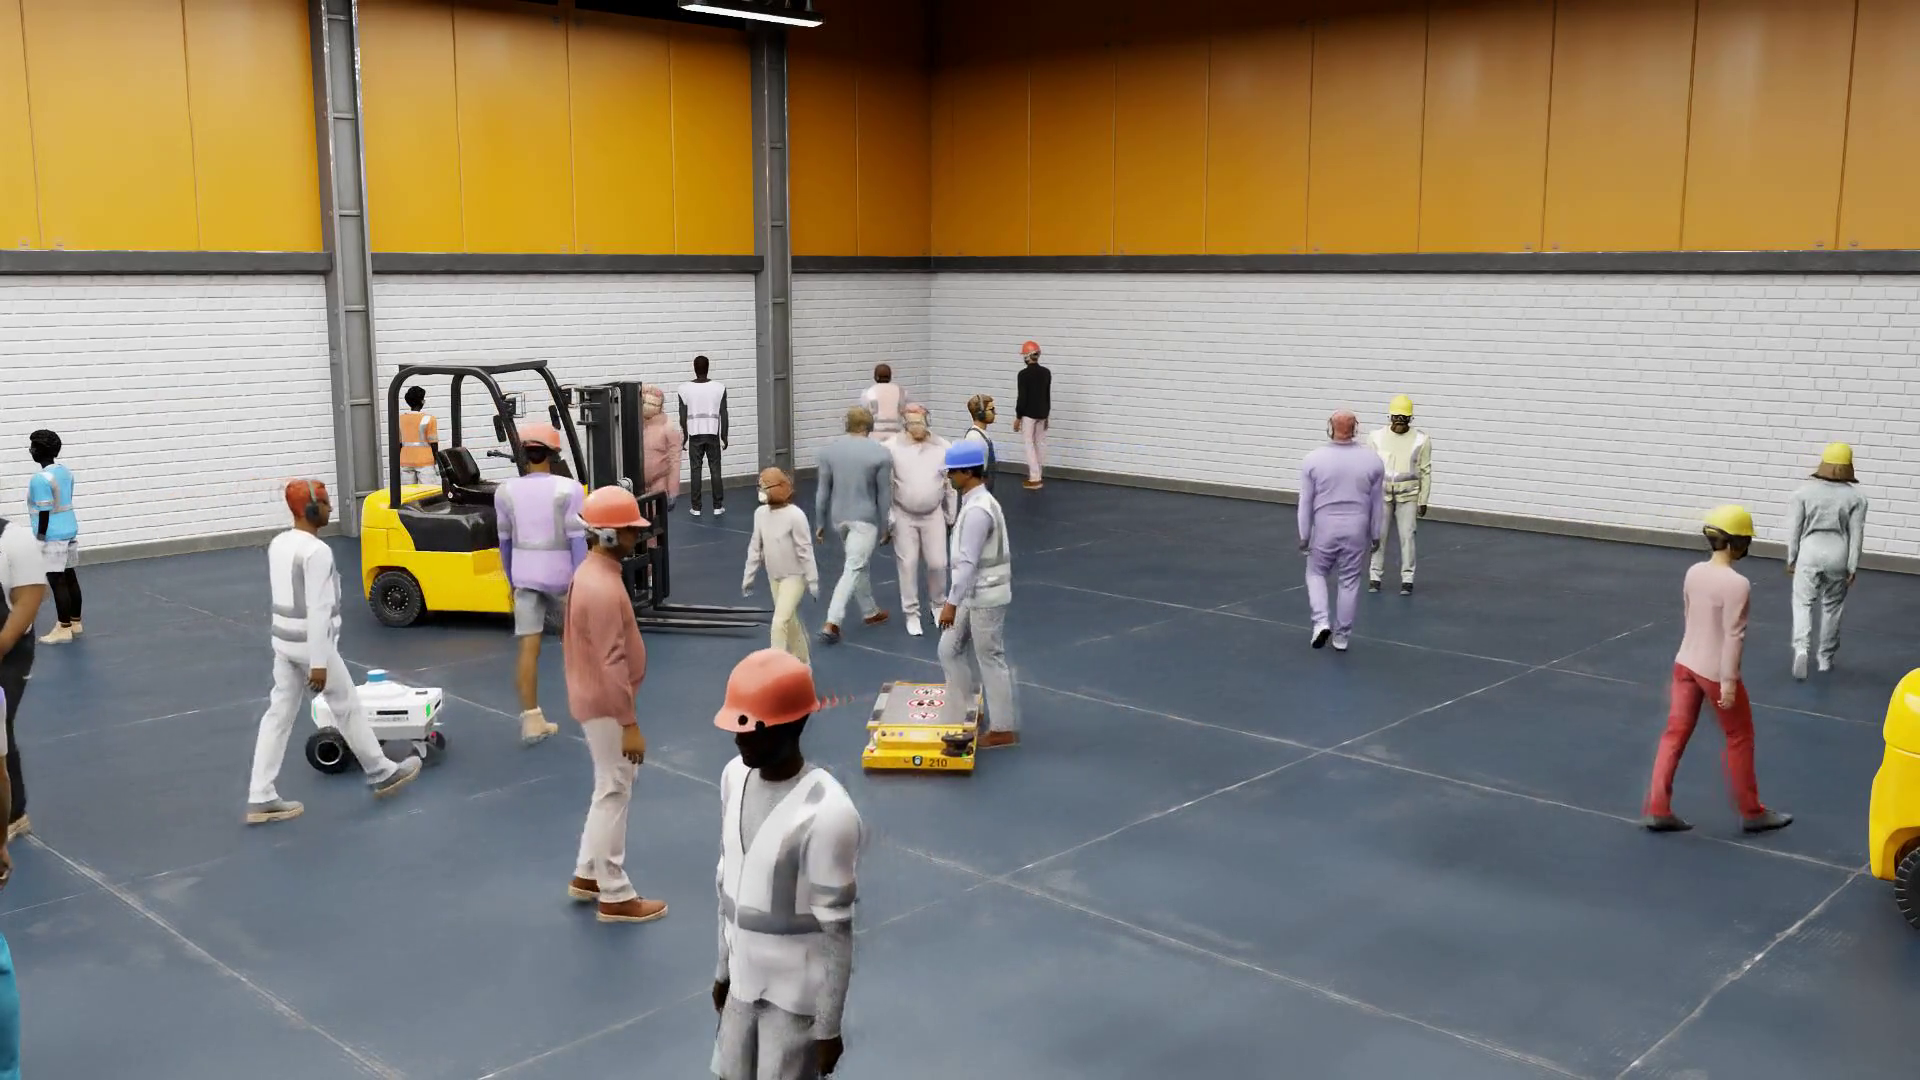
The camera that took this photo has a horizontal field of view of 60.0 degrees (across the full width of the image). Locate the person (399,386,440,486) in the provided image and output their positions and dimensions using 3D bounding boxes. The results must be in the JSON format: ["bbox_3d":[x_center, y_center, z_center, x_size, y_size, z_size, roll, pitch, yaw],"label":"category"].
[{"bbox_3d":[-5.864,-0.819,18.006,0.531,1.694,0.320,3,10,18],"label":"person"}]

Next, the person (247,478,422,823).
[{"bbox_3d":[-3.474,0.573,9.028,0.602,1.826,1.004,8,12,40],"label":"person"}]

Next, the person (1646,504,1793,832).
[{"bbox_3d":[3.990,0.679,8.657,0.845,1.728,0.542,-2,9,-10],"label":"person"}]

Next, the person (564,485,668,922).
[{"bbox_3d":[-1.577,0.742,7.523,0.397,1.993,0.637,-2,10,-14],"label":"person"}]

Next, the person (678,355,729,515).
[{"bbox_3d":[-3.072,-1.251,19.957,0.593,1.920,0.391,-2,9,-10],"label":"person"}]

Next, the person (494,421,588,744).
[{"bbox_3d":[-2.622,0.238,10.637,0.628,1.976,1.068,1,9,5],"label":"person"}]

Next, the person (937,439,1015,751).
[{"bbox_3d":[0.044,0.342,10.159,0.656,1.919,0.628,-1,9,-5],"label":"person"}]

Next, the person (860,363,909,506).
[{"bbox_3d":[-0.930,-1.255,20.316,0.630,1.811,0.875,-4,10,-24],"label":"person"}]

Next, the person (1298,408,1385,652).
[{"bbox_3d":[2.919,-0.067,12.777,0.655,1.891,0.430,1,9,5],"label":"person"}]

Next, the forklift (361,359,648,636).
[{"bbox_3d":[-3.850,-0.407,13.936,2.313,2.155,1.214,2,9,11],"label":"forklift"}]

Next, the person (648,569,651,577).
[{"bbox_3d":[-3.316,-0.525,15.608,0.638,1.901,0.857,7,11,35],"label":"person"}]

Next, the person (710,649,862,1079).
[{"bbox_3d":[-0.471,1.230,4.723,0.644,1.923,0.567,-8,12,-41],"label":"person"}]

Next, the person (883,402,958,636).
[{"bbox_3d":[-0.333,-0.173,13.460,0.678,1.890,0.475,-2,9,-12],"label":"person"}]

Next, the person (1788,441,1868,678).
[{"bbox_3d":[6.242,0.145,12.013,0.489,1.717,0.762,5,11,29],"label":"person"}]

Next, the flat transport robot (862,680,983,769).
[{"bbox_3d":[-0.209,1.132,10.386,0.652,0.197,1.431,1,9,3],"label":"flat transport robot"}]

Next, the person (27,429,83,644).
[{"bbox_3d":[-7.161,-0.029,13.144,0.318,1.697,0.533,-1,9,-8],"label":"person"}]

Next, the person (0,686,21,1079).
[{"bbox_3d":[-3.496,1.117,5.681,0.390,1.839,0.564,4,10,24],"label":"person"}]

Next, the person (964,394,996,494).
[{"bbox_3d":[0.187,-0.373,14.794,0.340,1.846,0.513,0,9,1],"label":"person"}]

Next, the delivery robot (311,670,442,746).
[{"bbox_3d":[-3.470,1.019,9.923,0.707,0.478,0.477,-1,9,-5],"label":"delivery robot"}]

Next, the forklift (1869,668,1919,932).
[{"bbox_3d":[5.205,0.723,7.013,2.313,2.155,1.214,9,13,43],"label":"forklift"}]

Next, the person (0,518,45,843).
[{"bbox_3d":[-5.035,0.566,8.444,0.707,2.000,0.565,-1,9,-9],"label":"person"}]

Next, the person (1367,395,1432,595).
[{"bbox_3d":[3.960,-0.407,15.090,0.596,1.825,0.403,4,10,23],"label":"person"}]

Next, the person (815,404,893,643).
[{"bbox_3d":[-0.872,-0.141,13.329,0.620,1.879,1.058,5,11,30],"label":"person"}]

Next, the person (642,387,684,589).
[{"bbox_3d":[-2.889,-0.474,15.347,0.735,1.875,0.403,5,10,26],"label":"person"}]

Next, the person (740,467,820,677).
[{"bbox_3d":[-1.270,0.311,11.338,0.773,1.597,0.520,-9,13,-44],"label":"person"}]

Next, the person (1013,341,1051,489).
[{"bbox_3d":[0.970,-1.681,22.427,0.570,1.984,0.665,9,13,44],"label":"person"}]
